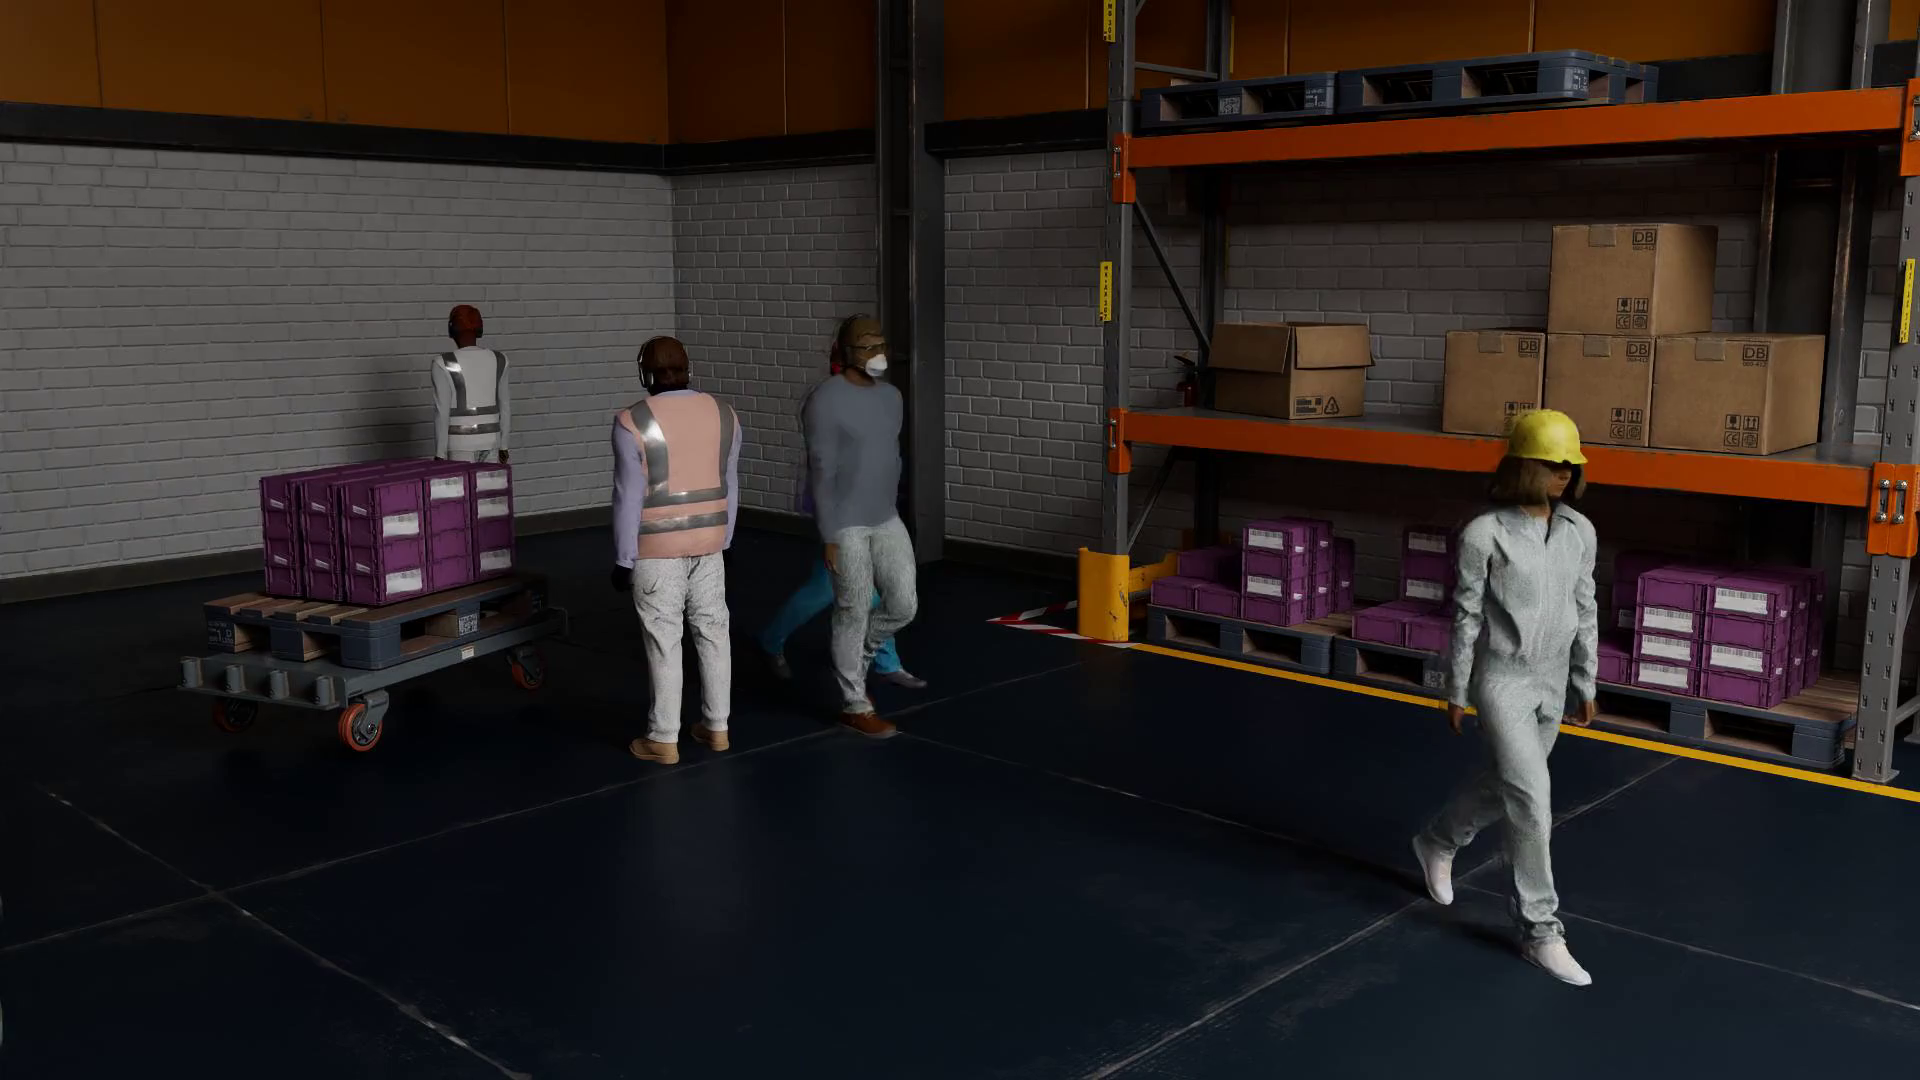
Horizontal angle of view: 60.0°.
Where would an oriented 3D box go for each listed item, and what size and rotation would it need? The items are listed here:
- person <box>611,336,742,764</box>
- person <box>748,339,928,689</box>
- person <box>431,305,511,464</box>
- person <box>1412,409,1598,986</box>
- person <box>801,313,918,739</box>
[{"bbox_3d":[-1.238,0.043,7.183,0.620,1.837,0.430,-8,12,-41],"label":"person"},{"bbox_3d":[-0.642,-0.138,8.401,0.886,1.806,0.604,3,10,20],"label":"person"},{"bbox_3d":[-3.264,-0.624,11.122,0.355,1.883,0.575,8,12,40],"label":"person"},{"bbox_3d":[1.711,0.429,5.219,0.490,1.711,0.837,-4,10,-24],"label":"person"},{"bbox_3d":[-0.451,-0.055,7.508,0.464,1.924,0.633,8,12,41],"label":"person"}]
